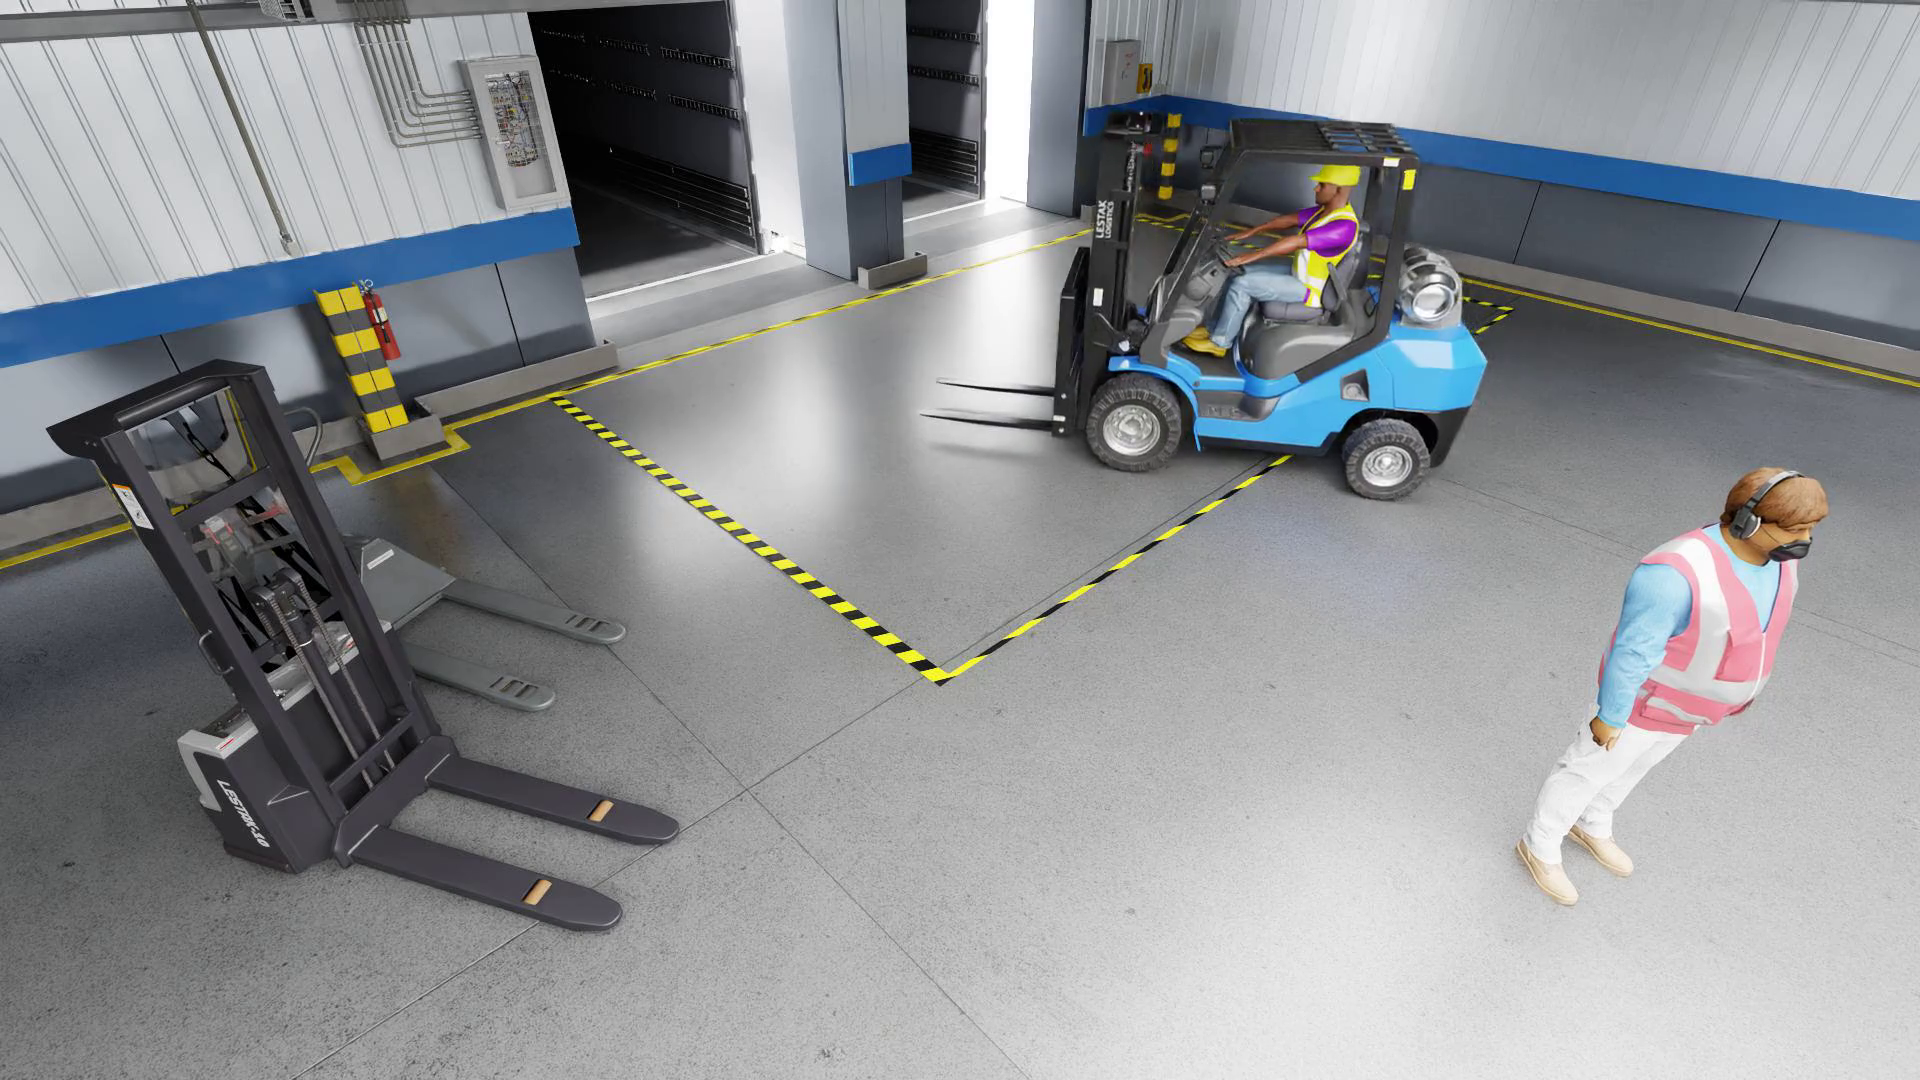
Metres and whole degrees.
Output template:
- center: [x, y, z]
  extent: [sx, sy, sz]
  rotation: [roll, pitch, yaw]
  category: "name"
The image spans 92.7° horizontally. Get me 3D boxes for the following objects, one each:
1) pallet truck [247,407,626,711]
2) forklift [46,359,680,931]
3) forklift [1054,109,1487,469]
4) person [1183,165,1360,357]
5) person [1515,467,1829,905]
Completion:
- center: [-2.628, 0.038, 4.590]
  extent: [1.601, 1.201, 0.680]
  rotation: [12, 36, 18]
  category: "pallet truck"
- center: [-2.135, 0.422, 3.354]
  extent: [1.885, 1.965, 0.823]
  rotation: [10, 35, 14]
  category: "forklift"
- center: [2.078, -1.687, 6.139]
  extent: [2.680, 2.036, 1.157]
  rotation: [7, 35, 10]
  category: "forklift"
- center: [2.022, -1.853, 6.050]
  extent: [1.004, 1.294, 0.635]
  rotation: [7, 35, 10]
  category: "person"
- center: [2.522, 0.564, 3.281]
  extent: [0.621, 1.845, 0.430]
  rotation: [-12, 36, -18]
  category: "person"
